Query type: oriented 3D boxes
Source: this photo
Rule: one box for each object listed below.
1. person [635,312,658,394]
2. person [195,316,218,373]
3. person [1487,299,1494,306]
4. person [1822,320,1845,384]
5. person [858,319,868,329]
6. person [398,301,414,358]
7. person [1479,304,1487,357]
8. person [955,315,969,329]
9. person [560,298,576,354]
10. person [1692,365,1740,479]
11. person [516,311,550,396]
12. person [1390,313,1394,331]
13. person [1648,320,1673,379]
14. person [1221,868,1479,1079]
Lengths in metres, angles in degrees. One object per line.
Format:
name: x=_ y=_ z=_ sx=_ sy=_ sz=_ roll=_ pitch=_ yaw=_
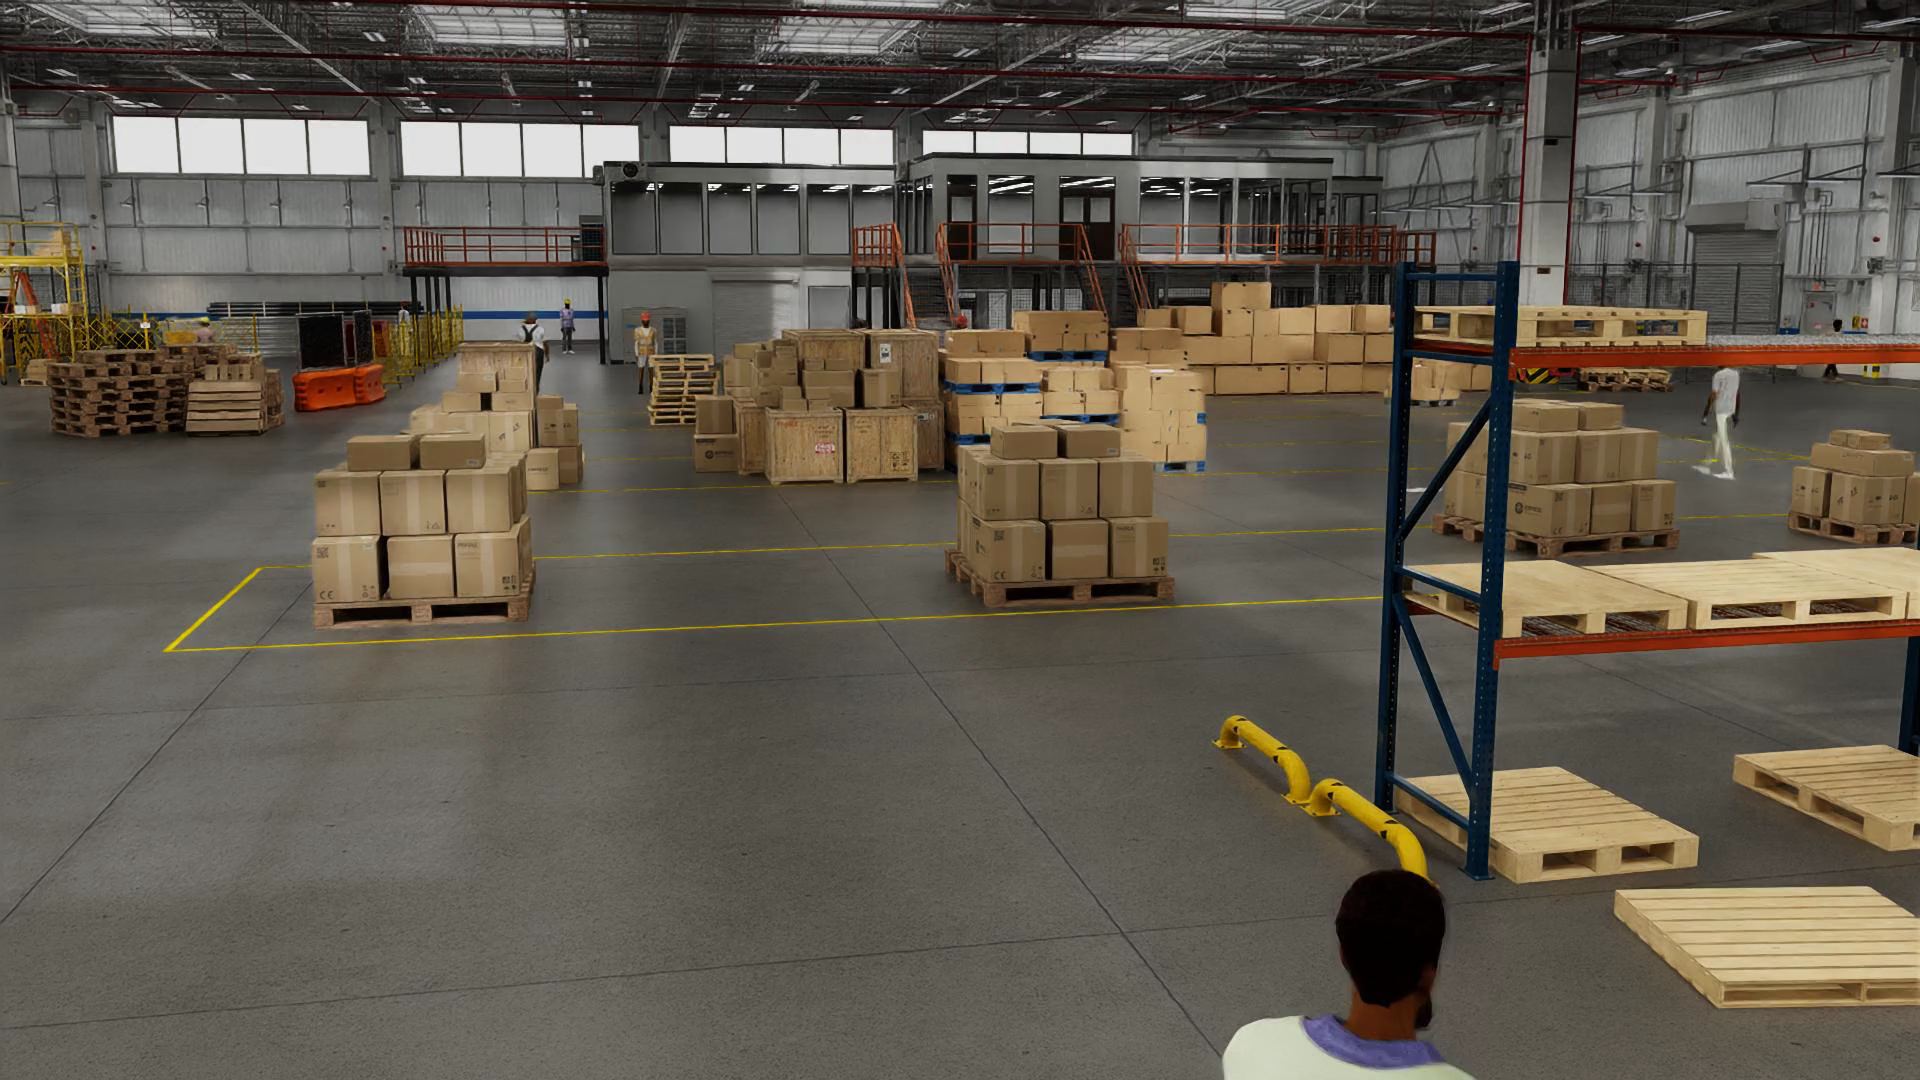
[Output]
person: x=-7.430 y=-4.424 z=39.452 sx=0.547 sy=1.938 sz=0.377 roll=-3 pitch=10 yaw=-17
person: x=-19.257 y=-4.839 z=42.549 sx=0.531 sy=1.754 sz=0.406 roll=0 pitch=9 yaw=0
person: x=18.359 y=-7.392 z=57.650 sx=0.605 sy=1.916 sz=0.958 roll=0 pitch=9 yaw=0
person: x=22.566 y=-4.839 z=42.847 sx=0.541 sy=1.643 sz=0.866 roll=-3 pitch=10 yaw=-19
person: x=-2.098 y=-3.749 z=35.414 sx=0.439 sy=1.915 sz=0.653 roll=-1 pitch=9 yaw=-6
person: x=-18.389 y=-6.970 z=55.140 sx=0.579 sy=1.882 sz=0.342 roll=9 pitch=13 yaw=43
person: x=14.327 y=-5.470 z=45.658 sx=0.377 sy=1.995 sz=0.608 roll=0 pitch=9 yaw=-3
person: x=-0.043 y=-3.754 z=35.166 sx=0.607 sy=2.017 sz=0.835 roll=-8 pitch=12 yaw=-41
person: x=-13.650 y=-7.453 z=57.983 sx=0.408 sy=1.918 sz=0.623 roll=7 pitch=12 yaw=37
person: x=10.788 y=-1.805 z=23.781 sx=0.554 sy=1.838 sz=0.859 roll=-5 pitch=11 yaw=-29
person: x=-9.767 y=-4.266 z=38.179 sx=0.693 sy=2.000 sz=0.745 roll=1 pitch=9 yaw=4
person: x=10.993 y=-4.861 z=42.292 sx=1.014 sy=1.896 sz=0.551 roll=-2 pitch=10 yaw=-11
person: x=18.751 y=-5.213 z=44.448 sx=0.663 sy=1.875 sz=0.587 roll=-7 pitch=11 yaw=-36
person: x=0.745 y=1.554 z=3.120 sx=0.589 sy=1.910 sz=0.396 roll=7 pitch=12 yaw=36
